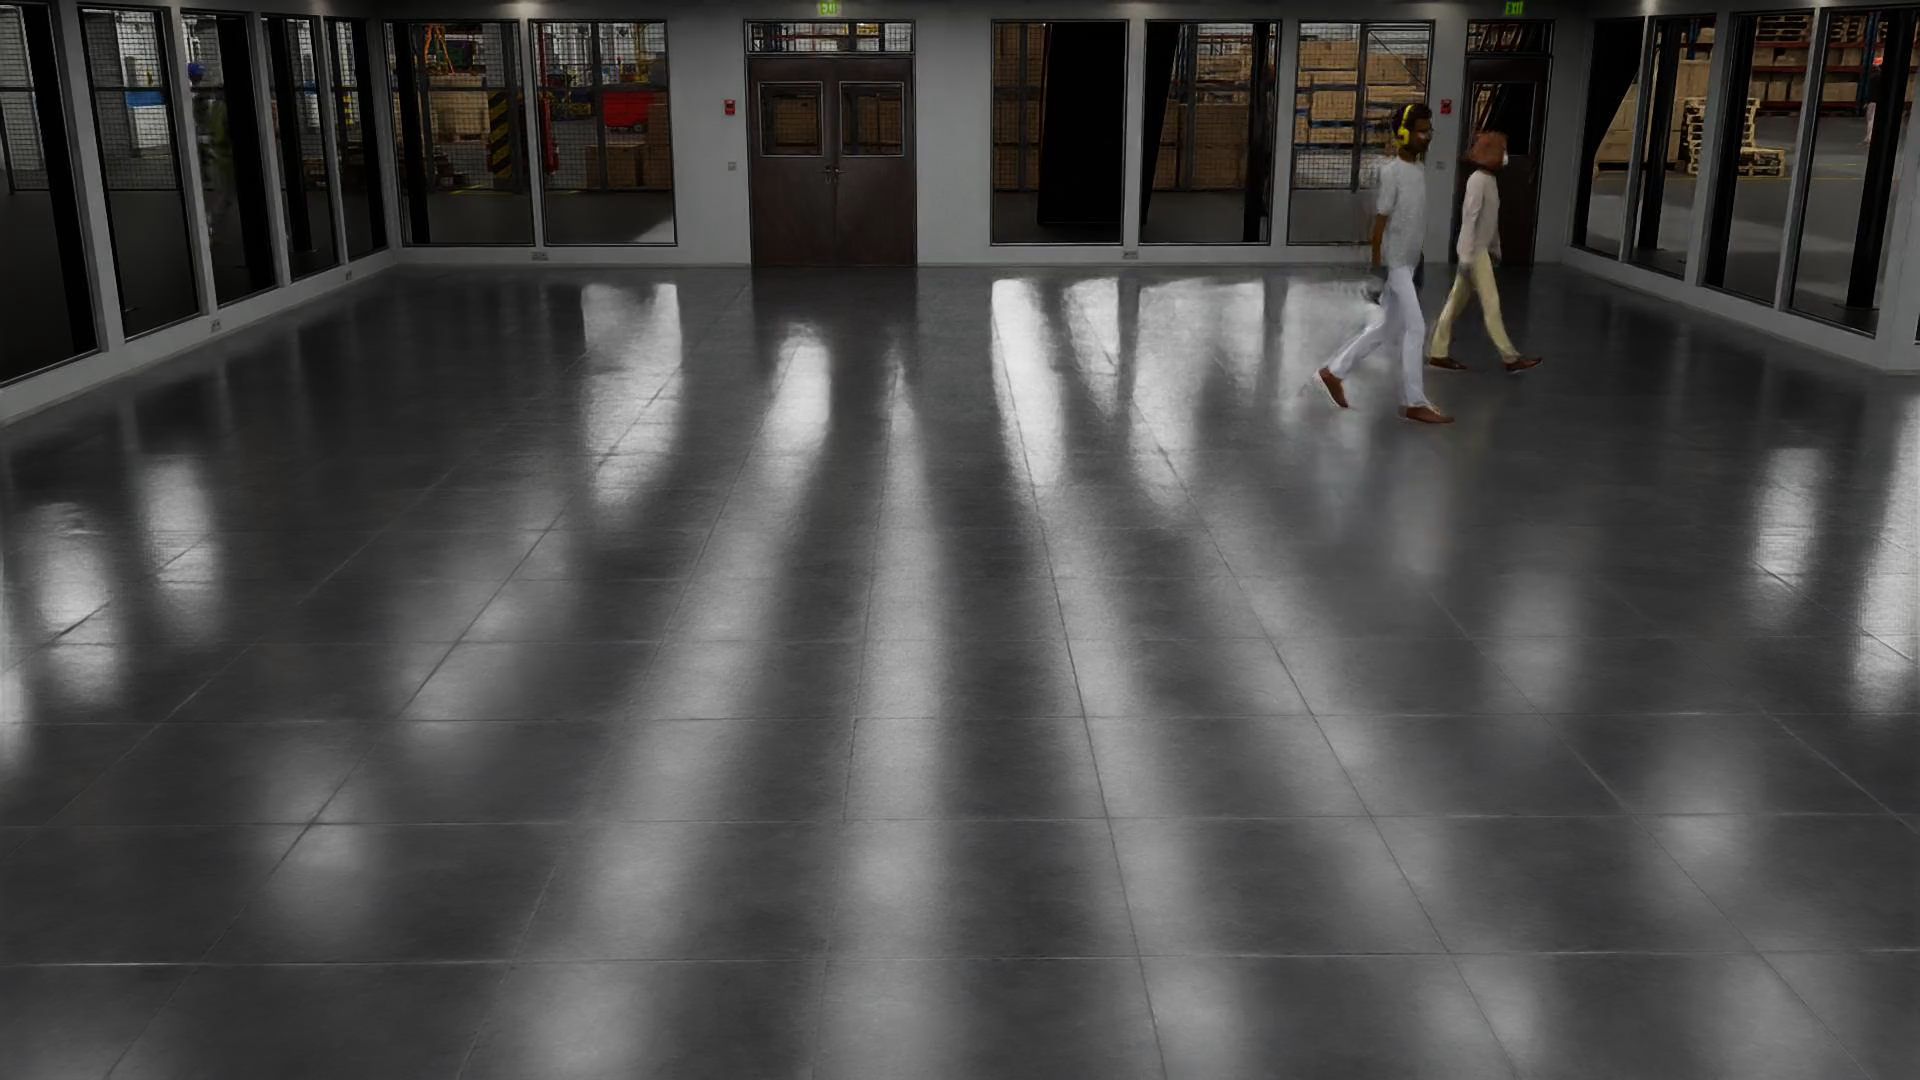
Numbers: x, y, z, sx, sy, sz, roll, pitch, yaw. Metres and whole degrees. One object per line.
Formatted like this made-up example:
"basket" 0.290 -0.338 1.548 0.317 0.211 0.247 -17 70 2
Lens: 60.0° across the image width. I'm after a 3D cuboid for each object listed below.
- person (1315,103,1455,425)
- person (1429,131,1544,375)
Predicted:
"person" 2.536 -1.625 9.762 0.864 1.841 0.527 11 20 34
"person" 3.556 -1.893 11.066 0.801 1.592 0.523 7 18 23
